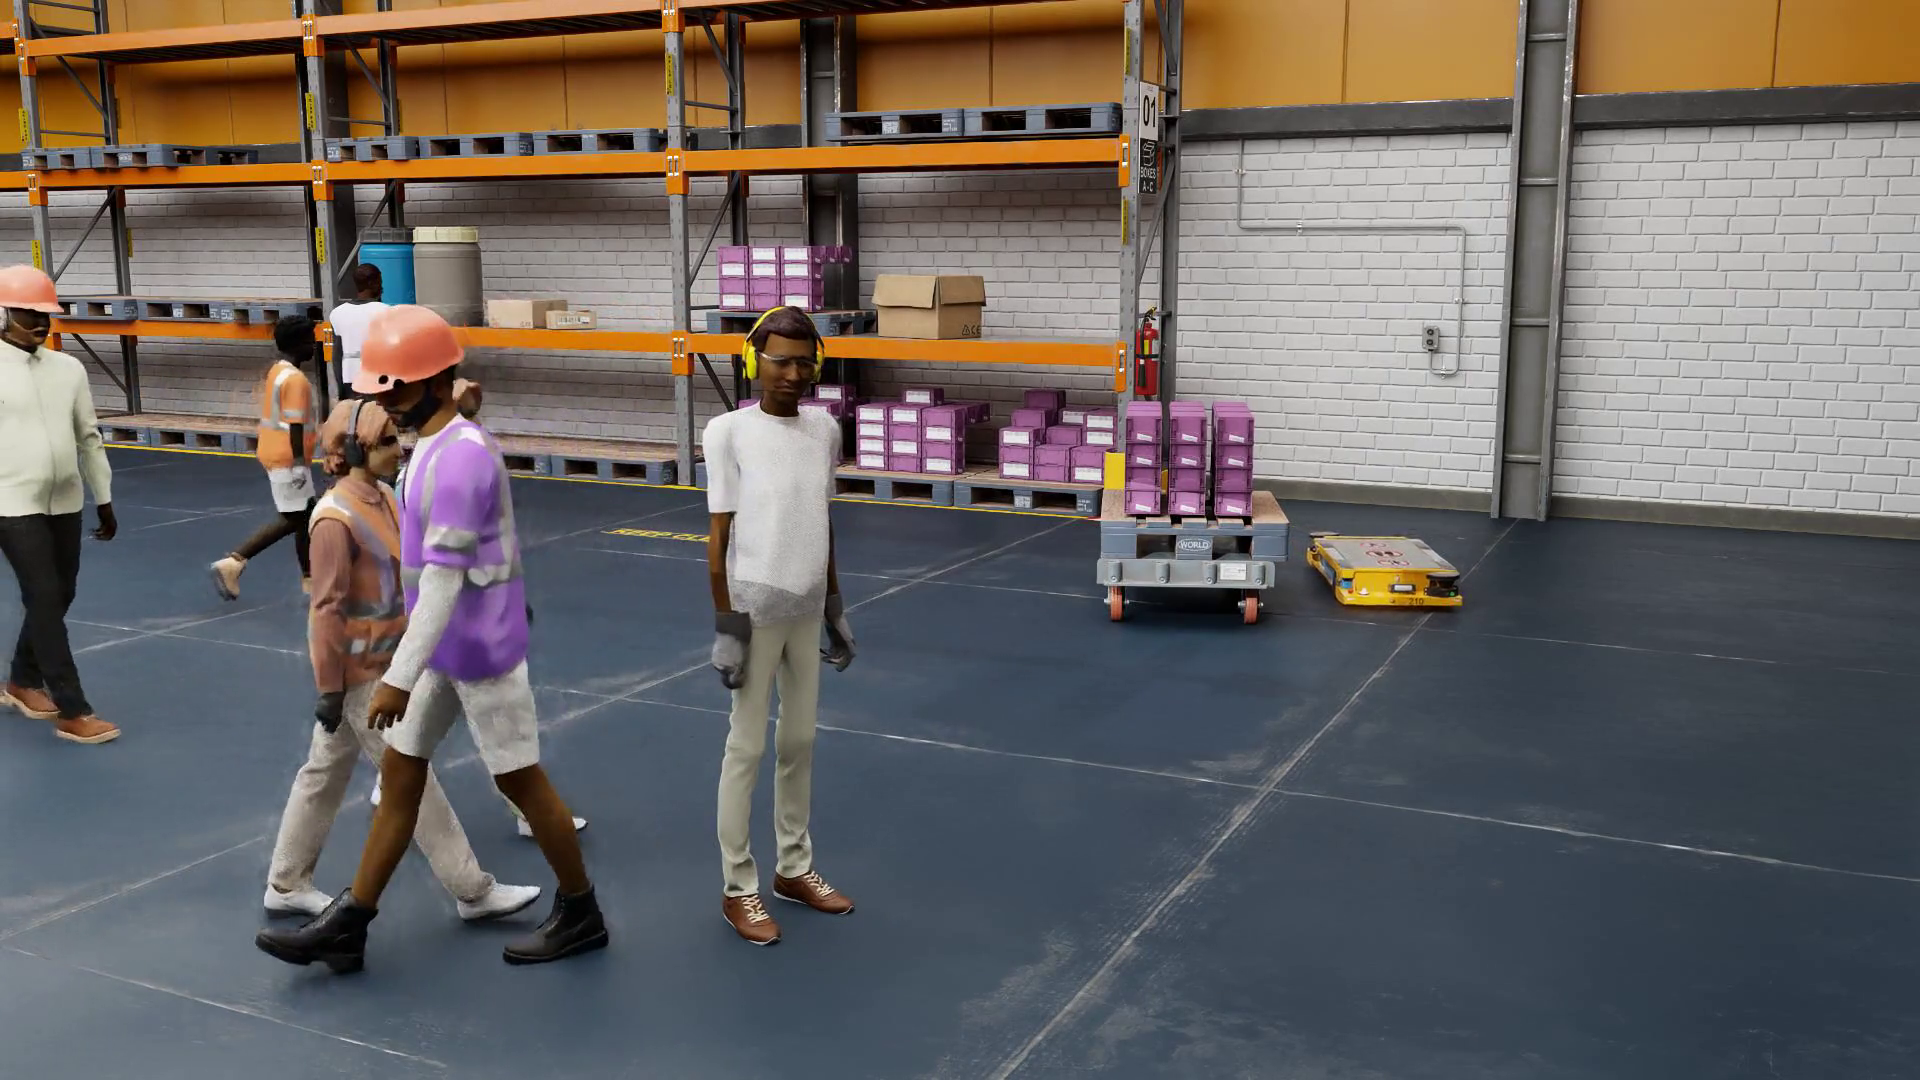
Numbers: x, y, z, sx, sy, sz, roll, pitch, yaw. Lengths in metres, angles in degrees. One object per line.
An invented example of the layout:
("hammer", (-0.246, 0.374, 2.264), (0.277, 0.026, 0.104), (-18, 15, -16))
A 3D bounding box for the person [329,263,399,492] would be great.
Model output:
("person", (-4.643, -1.208, 13.090), (0.589, 1.915, 0.398), (2, 10, 12))

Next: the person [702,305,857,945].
("person", (-0.525, 0.241, 4.944), (0.331, 1.865, 0.519), (10, 14, 44))

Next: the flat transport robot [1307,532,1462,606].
("flat transport robot", (2.511, 0.160, 9.952), (0.652, 0.197, 1.431), (0, 10, 3))

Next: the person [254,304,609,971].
("person", (-1.428, 0.303, 4.550), (0.947, 1.871, 0.546), (-6, 12, -31))

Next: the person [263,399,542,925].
("person", (-1.720, 0.375, 4.935), (0.852, 1.591, 0.527), (-1, 10, -7))

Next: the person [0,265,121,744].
("person", (-3.855, -0.160, 6.962), (0.844, 1.964, 0.634), (4, 11, 24))

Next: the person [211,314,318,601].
("person", (-3.913, -0.453, 9.479), (0.680, 1.666, 0.542), (-6, 11, -29))

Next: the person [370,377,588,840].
("person", (-1.724, 0.236, 5.728), (0.865, 1.594, 0.521), (2, 10, 9))
